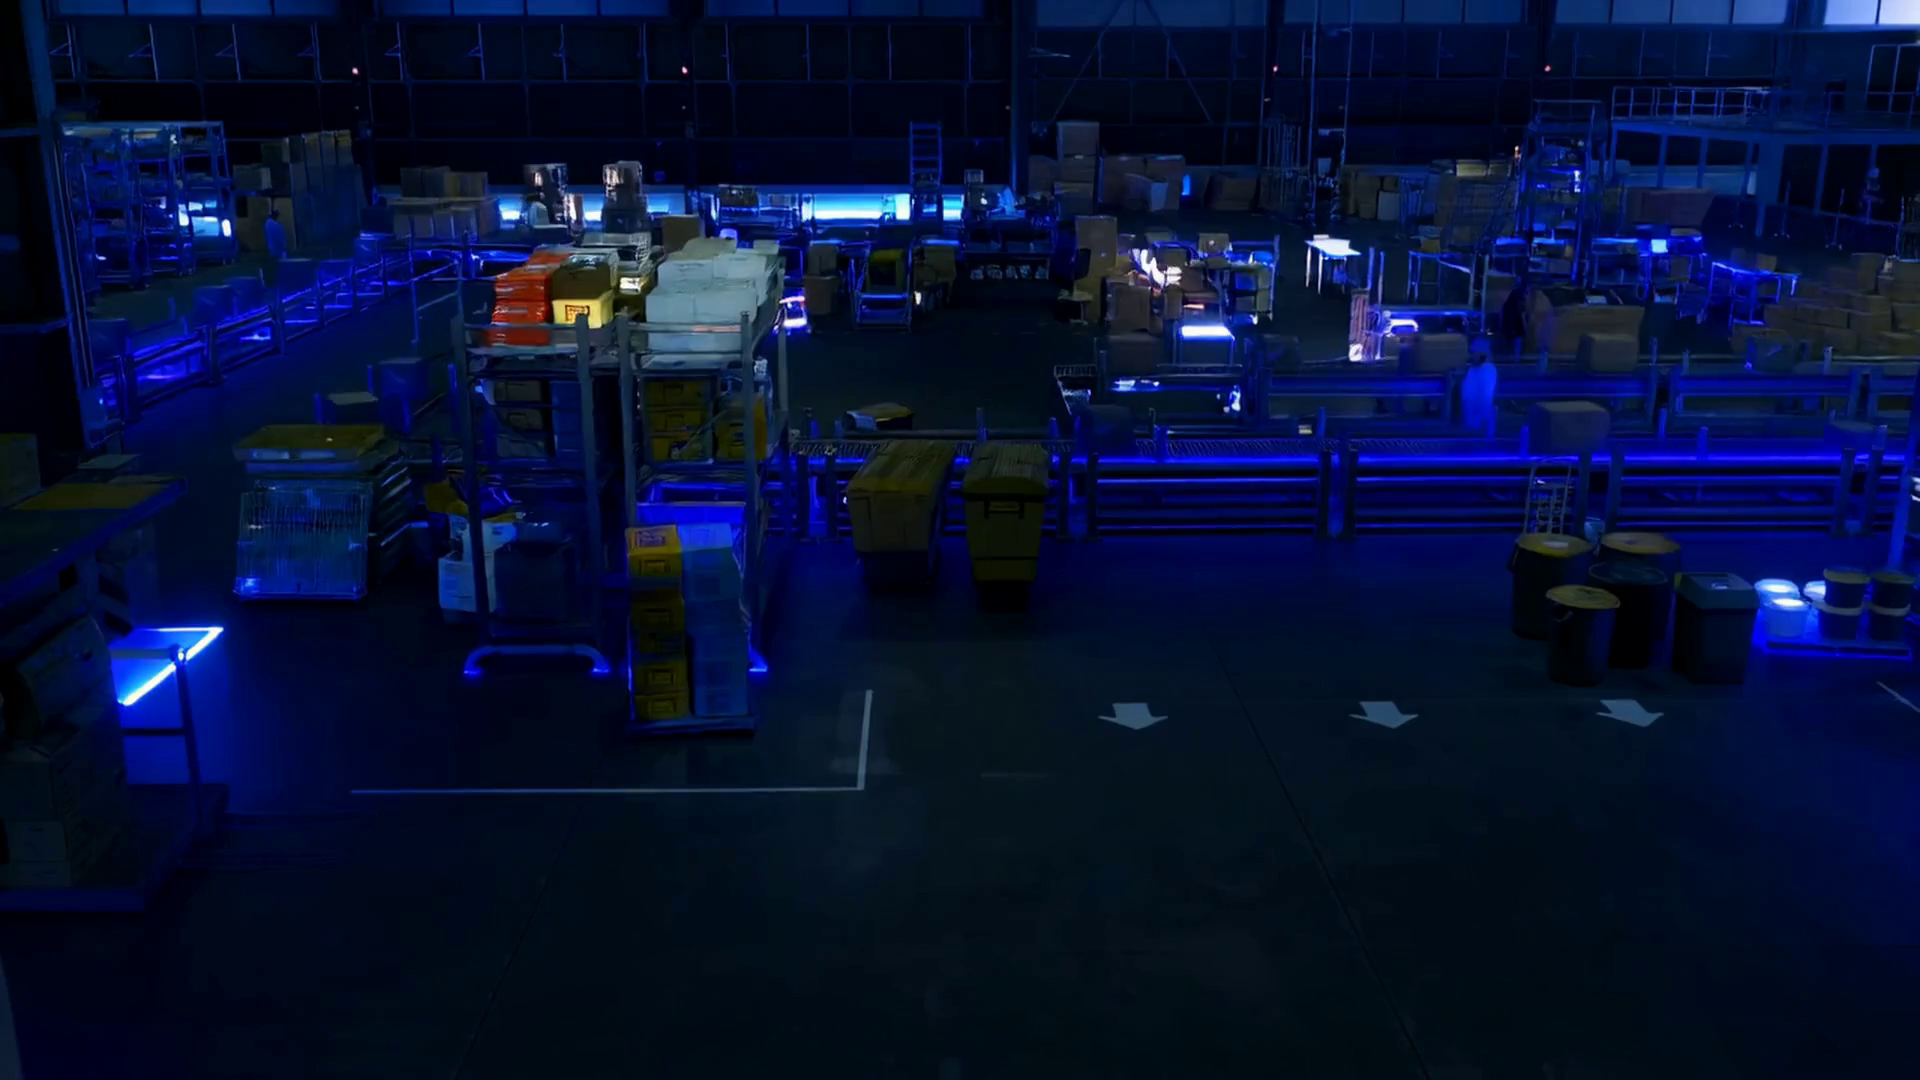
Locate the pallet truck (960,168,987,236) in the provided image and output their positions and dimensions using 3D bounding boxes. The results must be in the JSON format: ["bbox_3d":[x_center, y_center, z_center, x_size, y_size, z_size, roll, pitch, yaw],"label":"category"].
[{"bbox_3d":[0.383,-10.230,50.206,0.823,1.965,1.885,-1,16,-3],"label":"pallet truck"}]

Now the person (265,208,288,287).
[{"bbox_3d":[-15.315,-6.499,37.396,0.410,1.911,0.640,-15,22,-42],"label":"person"}]

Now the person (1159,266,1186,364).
[{"bbox_3d":[3.558,-3.702,27.928,0.525,1.769,0.312,-13,20,-38],"label":"person"}]

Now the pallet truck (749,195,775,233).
[{"bbox_3d":[-6.051,-9.967,50.660,0.680,1.201,1.601,0,16,-1],"label":"pallet truck"}]

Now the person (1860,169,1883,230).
[{"bbox_3d":[28.411,-10.619,51.844,0.591,1.847,0.956,1,16,2],"label":"person"}]

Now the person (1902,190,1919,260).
[{"bbox_3d":[23.683,-7.663,41.222,0.608,2.034,0.397,8,18,26],"label":"person"}]

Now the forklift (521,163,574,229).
[{"bbox_3d":[-12.233,-10.122,49.298,1.157,1.987,2.680,0,16,-1],"label":"forklift"}]

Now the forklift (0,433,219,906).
[{"bbox_3d":[-5.952,0.780,10.366,1.873,2.768,1.129,0,16,-1],"label":"forklift"}]

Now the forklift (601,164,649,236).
[{"bbox_3d":[-9.948,-10.127,49.296,1.157,1.987,2.680,-1,16,-3],"label":"forklift"}]

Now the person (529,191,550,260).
[{"bbox_3d":[-11.033,-8.248,43.695,0.615,1.792,0.941,11,19,34],"label":"person"}]

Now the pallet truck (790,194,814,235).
[{"bbox_3d":[-4.814,-9.883,50.259,0.704,1.261,1.522,-1,16,-3],"label":"pallet truck"}]

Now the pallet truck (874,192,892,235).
[{"bbox_3d":[-2.277,-9.986,50.594,0.653,1.274,1.630,0,16,-1],"label":"pallet truck"}]

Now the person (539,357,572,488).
[{"bbox_3d":[-4.849,-1.450,20.330,0.906,1.624,0.541,-6,17,-21],"label":"person"}]

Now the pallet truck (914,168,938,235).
[{"bbox_3d":[-0.989,-10.316,50.507,0.823,1.965,1.885,1,16,3],"label":"pallet truck"}]

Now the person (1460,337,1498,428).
[{"bbox_3d":[6.449,-1.601,20.538,0.654,1.810,0.602,-1,16,-4],"label":"person"}]
